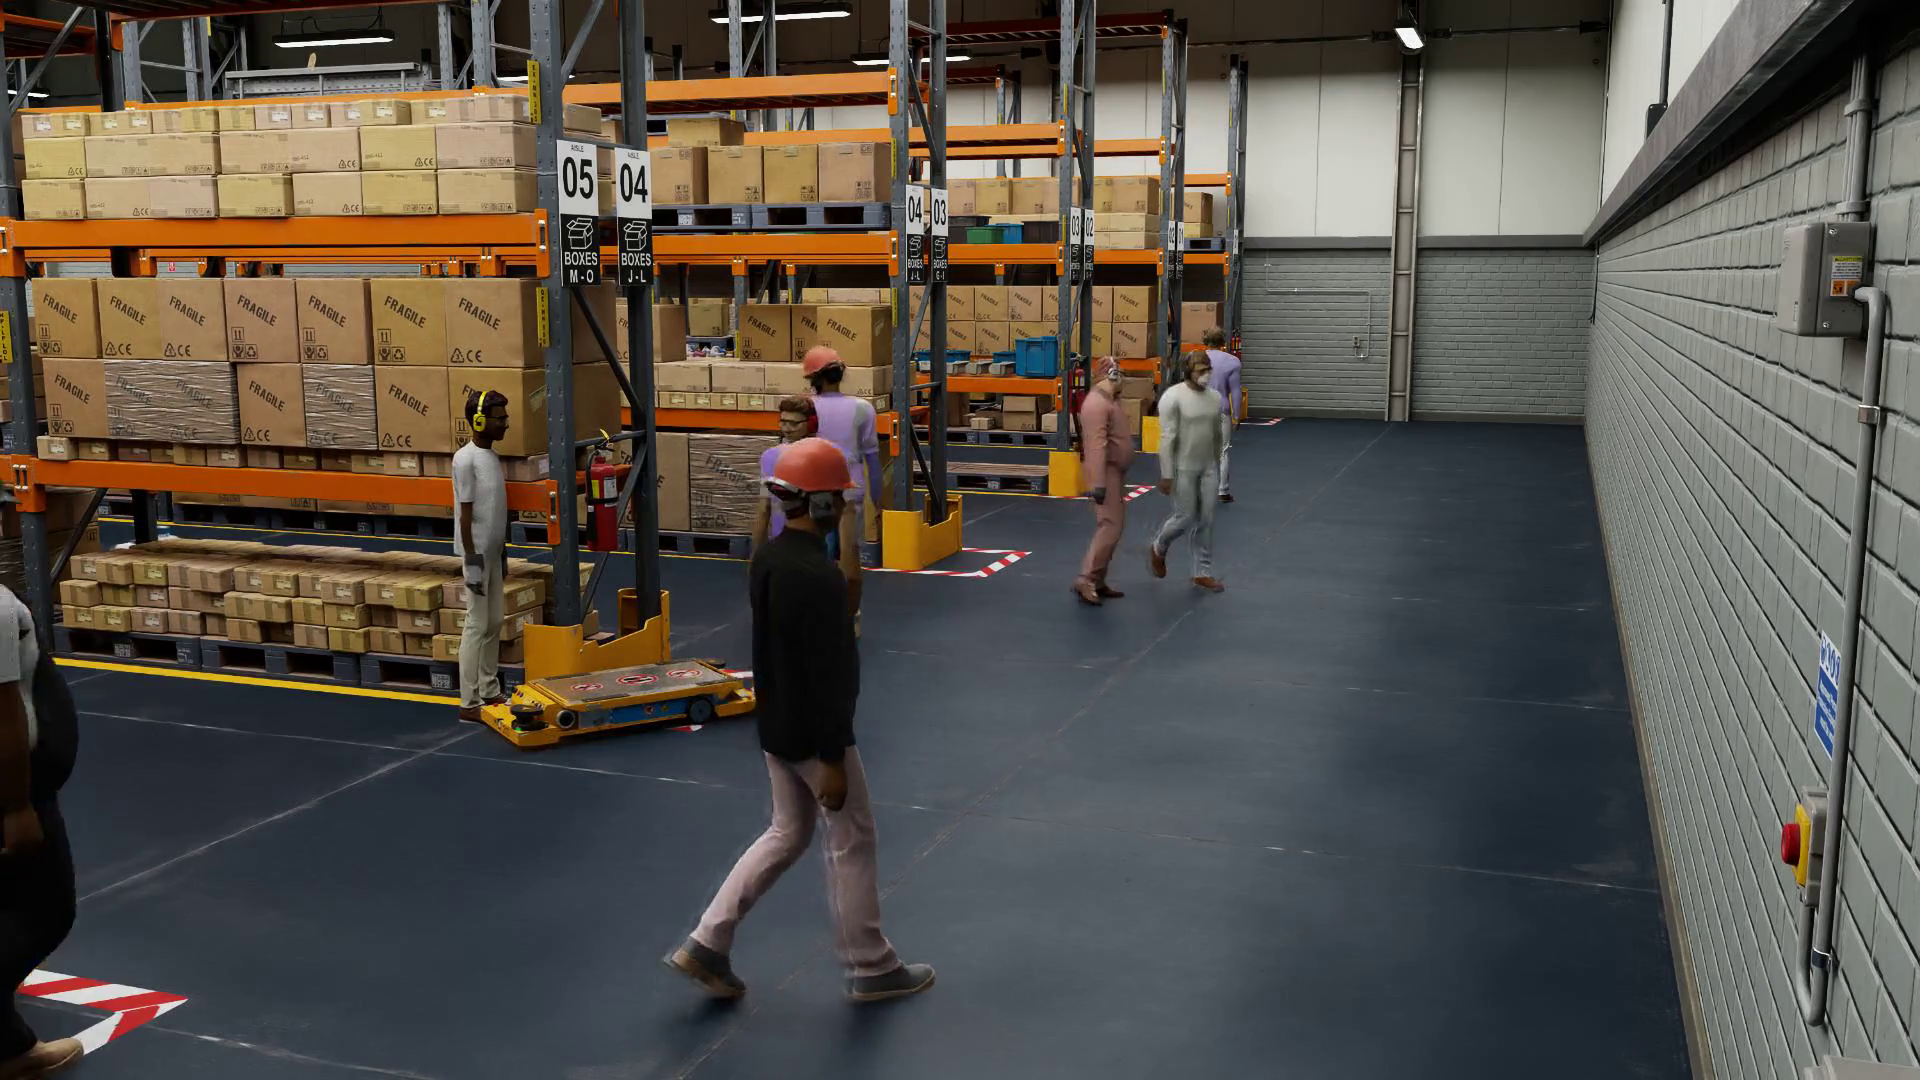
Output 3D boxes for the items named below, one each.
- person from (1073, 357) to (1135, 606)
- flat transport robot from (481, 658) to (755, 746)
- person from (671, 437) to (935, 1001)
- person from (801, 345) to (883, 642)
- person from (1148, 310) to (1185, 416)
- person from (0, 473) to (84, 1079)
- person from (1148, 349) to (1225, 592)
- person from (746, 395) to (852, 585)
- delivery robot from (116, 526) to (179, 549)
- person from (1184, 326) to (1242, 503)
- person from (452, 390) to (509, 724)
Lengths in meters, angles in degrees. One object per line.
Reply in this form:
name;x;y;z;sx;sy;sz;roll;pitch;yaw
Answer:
person;1.112;-0.460;12.748;0.439;1.874;0.744;2;9;12
flat transport robot;-1.876;0.885;9.301;1.431;0.197;0.652;-6;11;-32
person;-0.532;0.633;5.601;0.863;1.969;0.632;-5;10;-28
person;-0.831;-0.309;11.310;0.684;2.017;0.453;-2;9;-11
person;3.074;-2.452;24.844;1.075;1.979;0.636;3;10;18
person;-2.931;0.705;4.923;0.708;2.000;0.597;6;11;33
person;1.796;-0.553;13.161;0.672;1.922;0.605;-6;11;-33
person;-0.927;0.103;9.328;0.611;1.827;0.543;6;11;32
delivery robot;-6.131;0.136;12.804;0.707;0.478;0.477;4;10;21
person;2.760;-1.365;18.158;0.638;1.937;0.357;4;10;21
person;-2.646;0.096;9.299;0.332;1.860;0.510;1;9;6
